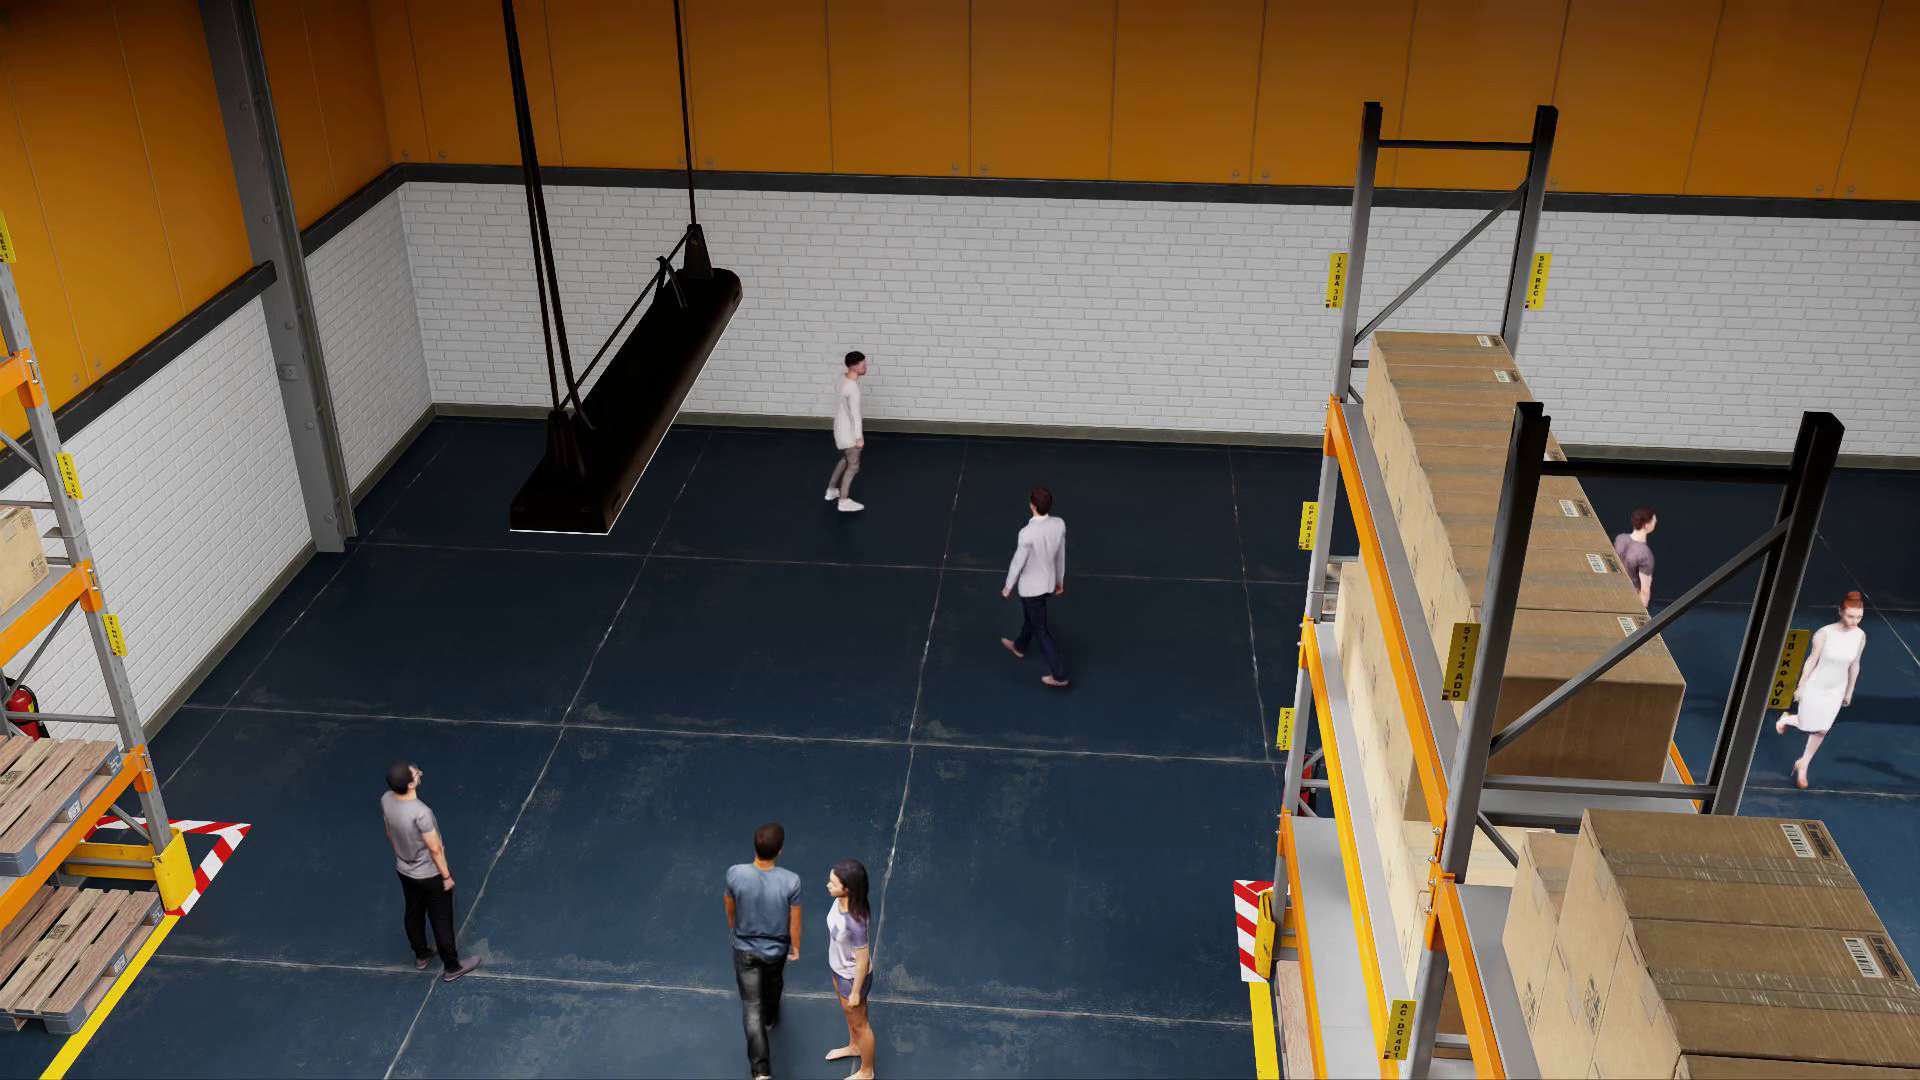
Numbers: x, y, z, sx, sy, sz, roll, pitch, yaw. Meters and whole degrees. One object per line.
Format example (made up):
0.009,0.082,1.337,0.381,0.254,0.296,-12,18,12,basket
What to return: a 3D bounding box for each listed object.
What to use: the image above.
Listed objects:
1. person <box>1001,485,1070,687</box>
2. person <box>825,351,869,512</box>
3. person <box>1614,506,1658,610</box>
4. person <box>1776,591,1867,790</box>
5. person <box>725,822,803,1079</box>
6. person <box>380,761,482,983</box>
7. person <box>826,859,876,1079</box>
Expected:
0.726,0.440,14.452,1.208,1.810,1.225,-24,37,-37,person
-1.198,-1.124,17.323,0.896,1.806,0.773,-13,31,-22,person
5.596,0.573,14.182,0.874,1.835,0.930,-6,29,-10,person
6.800,1.144,13.194,0.623,1.779,0.825,1,29,1,person
-1.263,2.618,10.499,0.767,1.771,1.165,-3,29,-5,person
-3.644,2.218,11.251,0.689,1.753,0.684,15,32,26,person
-0.682,2.690,10.407,0.716,1.734,0.584,-10,30,-17,person
